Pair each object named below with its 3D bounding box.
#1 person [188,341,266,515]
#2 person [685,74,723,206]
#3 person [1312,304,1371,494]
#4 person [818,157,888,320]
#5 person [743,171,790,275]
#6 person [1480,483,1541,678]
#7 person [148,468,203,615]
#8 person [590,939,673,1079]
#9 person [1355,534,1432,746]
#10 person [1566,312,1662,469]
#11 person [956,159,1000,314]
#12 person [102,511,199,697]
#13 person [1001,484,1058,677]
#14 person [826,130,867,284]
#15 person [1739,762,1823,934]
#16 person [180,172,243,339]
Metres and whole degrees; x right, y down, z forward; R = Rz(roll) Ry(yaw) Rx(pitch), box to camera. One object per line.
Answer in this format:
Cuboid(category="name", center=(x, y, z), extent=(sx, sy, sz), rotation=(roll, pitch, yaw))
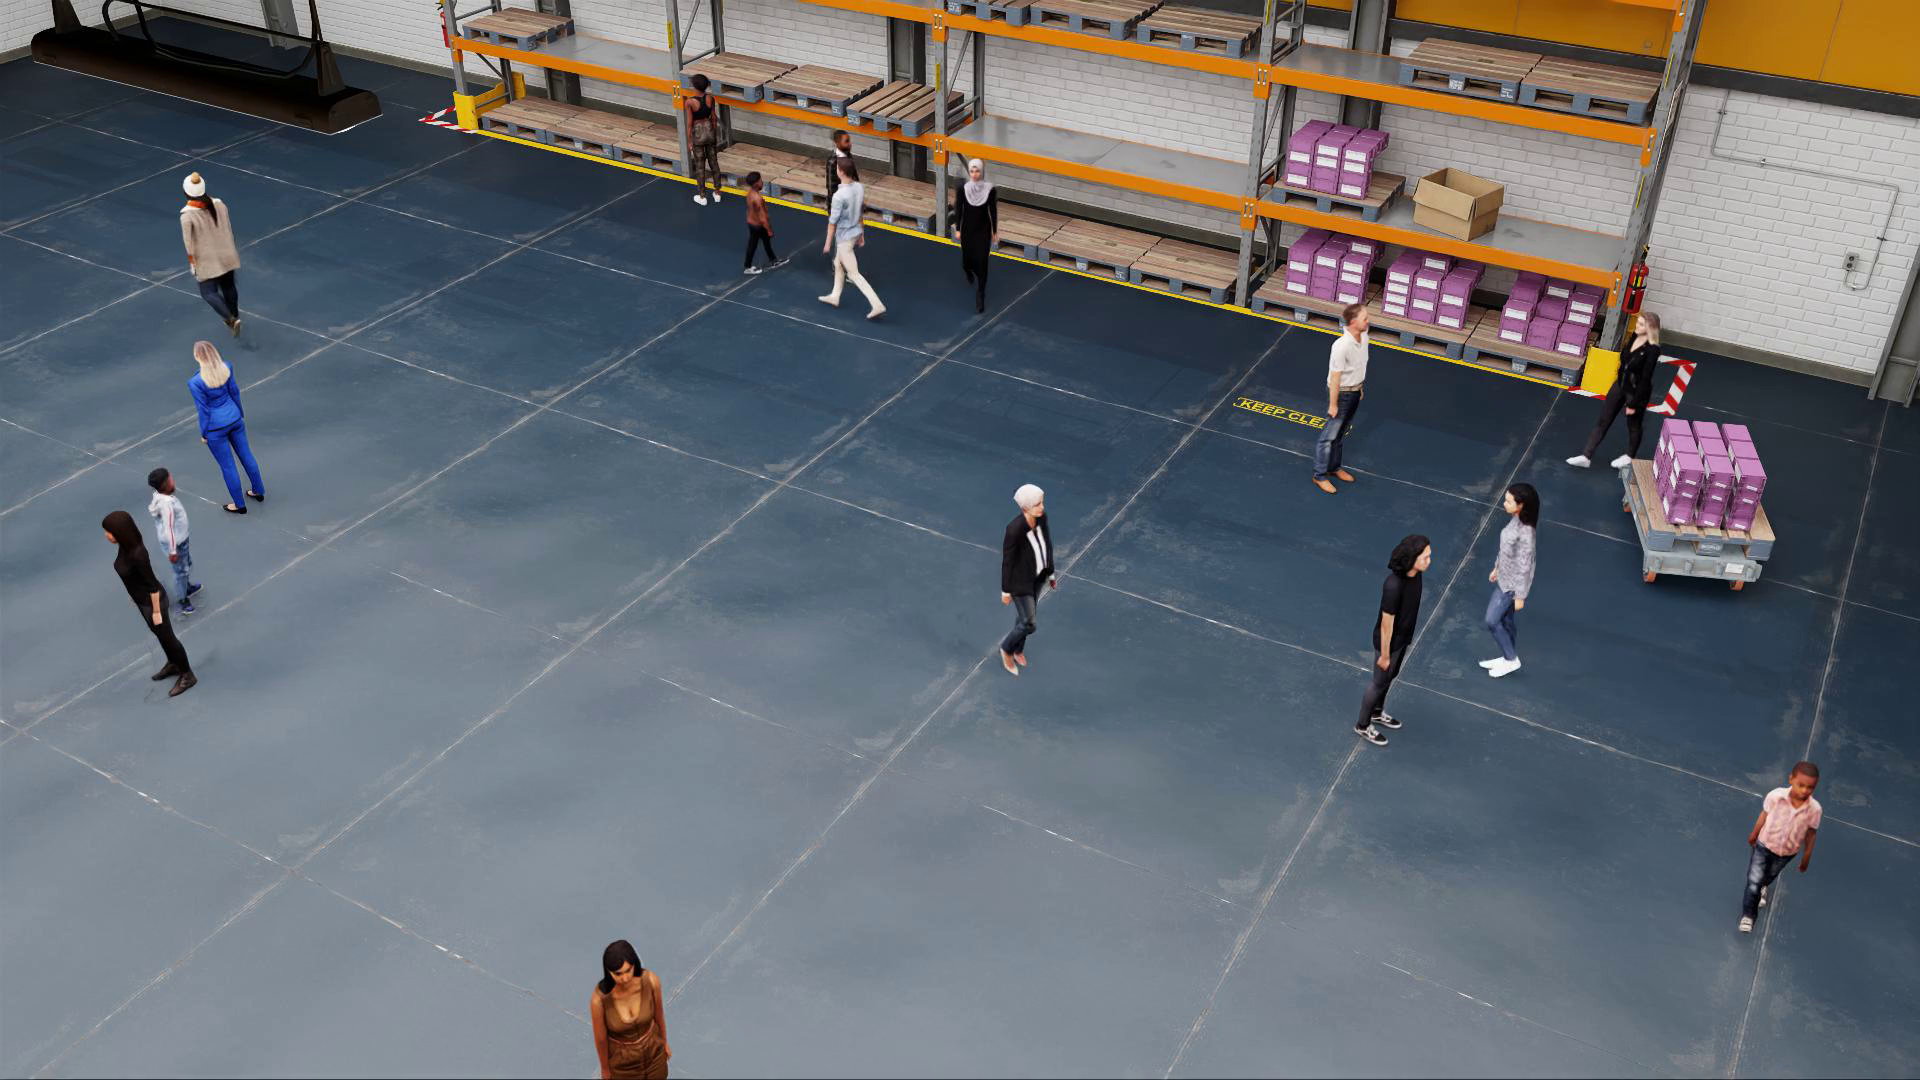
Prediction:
Cuboid(category="person", center=(-6.690, -1.038, 15.122), extent=(0.549, 1.700, 0.633), rotation=(15, 37, 22))
Cuboid(category="person", center=(-3.286, -5.142, 21.299), extent=(0.660, 1.698, 0.680), rotation=(-18, 38, -25))
Cuboid(category="person", center=(3.553, -1.361, 15.468), extent=(0.659, 1.856, 0.721), rotation=(29, 43, 36))
Cuboid(category="person", center=(-1.175, -3.305, 18.427), extent=(1.197, 1.816, 0.697), rotation=(15, 36, 21))
Cuboid(category="person", center=(-2.460, -3.707, 19.561), extent=(0.877, 1.231, 0.818), rotation=(-8, 34, -12))
Cuboid(category="person", center=(4.432, 0.328, 13.055), extent=(0.712, 1.714, 0.725), rotation=(5, 34, 8))
Cuboid(category="person", center=(-6.626, 0.011, 13.959), extent=(0.759, 1.241, 0.628), rotation=(-10, 35, -14))
Cuboid(category="person", center=(-1.820, 2.855, 9.274), extent=(0.637, 1.690, 0.652), rotation=(-18, 38, -25))
Cuboid(category="person", center=(3.220, 0.707, 12.382), extent=(0.548, 1.827, 0.641), rotation=(21, 39, 29))
Cuboid(category="person", center=(6.416, -1.388, 15.683), extent=(1.063, 1.661, 1.018), rotation=(-10, 35, -14))
Cuboid(category="person", center=(0.182, -3.484, 18.750), extent=(0.988, 1.758, 0.962), rotation=(-1, 34, -1))
Cuboid(category="person", center=(-6.288, 0.460, 12.922), extent=(0.701, 1.640, 0.540), rotation=(-28, 43, -35))
Cuboid(category="person", center=(0.428, 0.319, 13.140), extent=(0.678, 1.764, 0.777), rotation=(23, 40, 31))
Cuboid(category="person", center=(-1.448, -3.914, 19.355), extent=(0.696, 1.804, 0.706), rotation=(13, 36, 18))
Cuboid(category="person", center=(5.428, 1.955, 11.000), extent=(0.842, 1.278, 0.624), rotation=(15, 36, 21))
Cuboid(category="person", center=(-8.057, -3.066, 18.014), extent=(1.005, 1.876, 0.793), rotation=(26, 41, 33))
